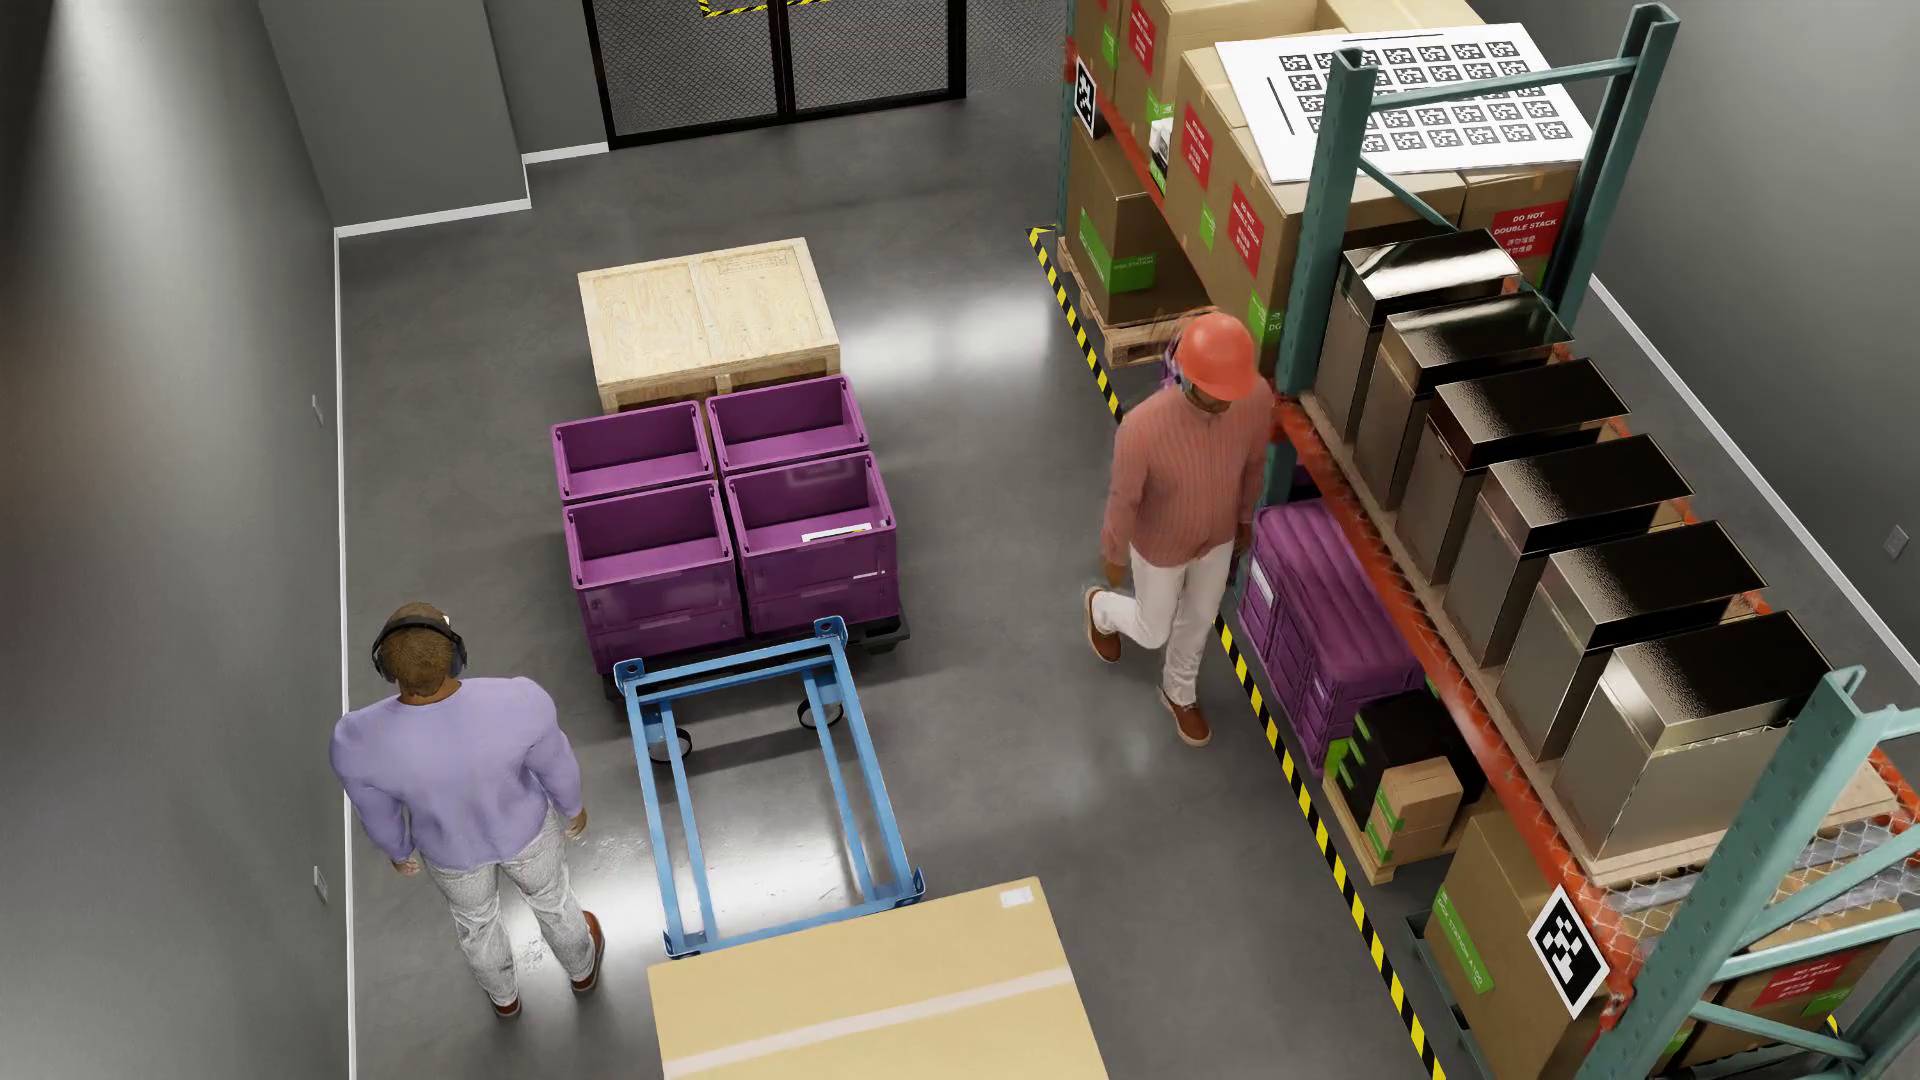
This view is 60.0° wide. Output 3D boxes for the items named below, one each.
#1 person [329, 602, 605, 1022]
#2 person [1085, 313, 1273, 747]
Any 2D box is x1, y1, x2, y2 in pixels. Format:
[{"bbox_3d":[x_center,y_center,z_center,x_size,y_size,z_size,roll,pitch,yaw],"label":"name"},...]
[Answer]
[{"bbox_3d":[-1.455,0.869,5.088,0.636,1.939,0.364,-13,49,-12],"label":"person"},{"bbox_3d":[0.769,-0.068,5.926,0.619,1.976,0.604,-20,51,-18],"label":"person"}]
